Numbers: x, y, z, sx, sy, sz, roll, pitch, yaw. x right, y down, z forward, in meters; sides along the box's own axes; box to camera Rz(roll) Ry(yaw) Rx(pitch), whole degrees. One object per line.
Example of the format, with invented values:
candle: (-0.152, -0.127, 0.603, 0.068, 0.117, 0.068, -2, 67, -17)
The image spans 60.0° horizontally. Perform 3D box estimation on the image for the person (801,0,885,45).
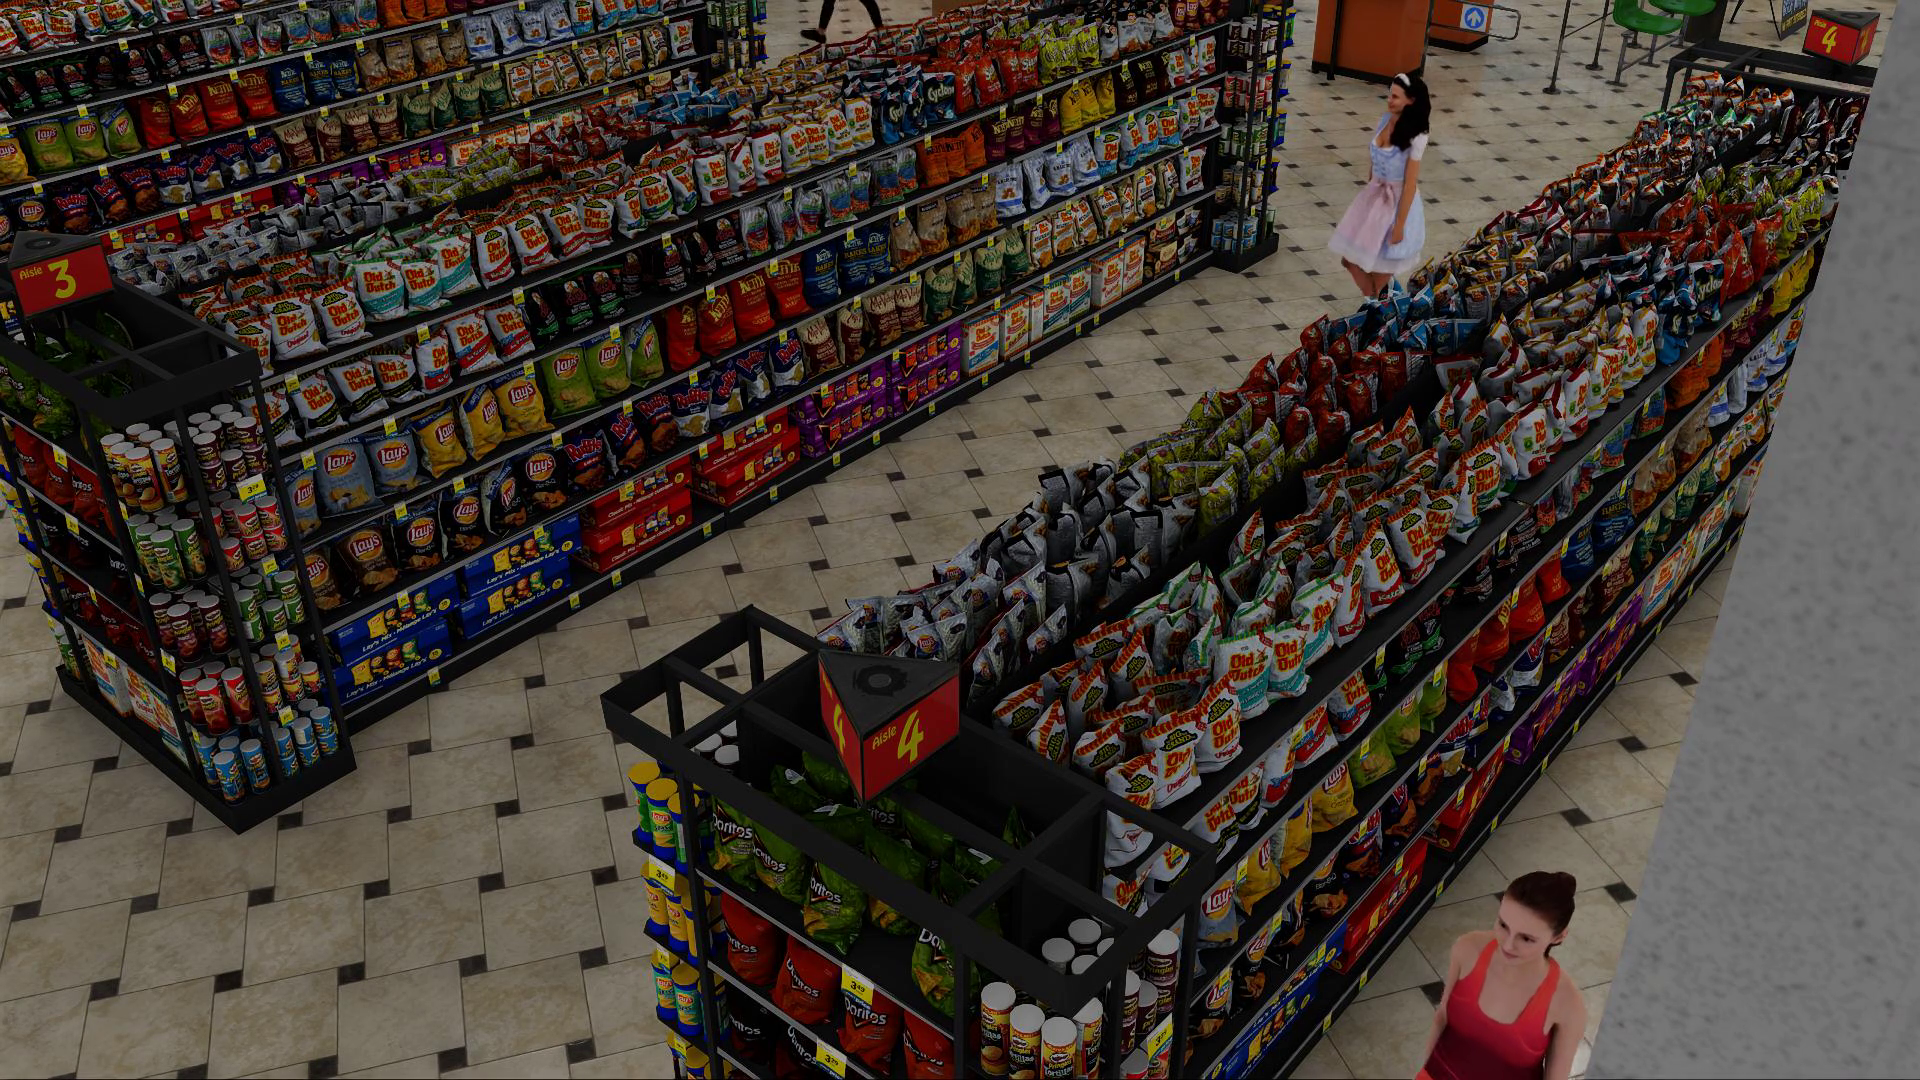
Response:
person: (-1.013, -5.608, 16.177, 0.847, 1.666, 1.146, 15, 35, 22)

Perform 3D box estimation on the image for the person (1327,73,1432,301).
person: (2.687, -1.978, 10.215, 0.911, 1.803, 0.828, -14, 35, -22)

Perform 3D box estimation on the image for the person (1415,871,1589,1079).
person: (1.492, 1.539, 4.621, 0.584, 1.741, 0.690, 25, 40, 34)
